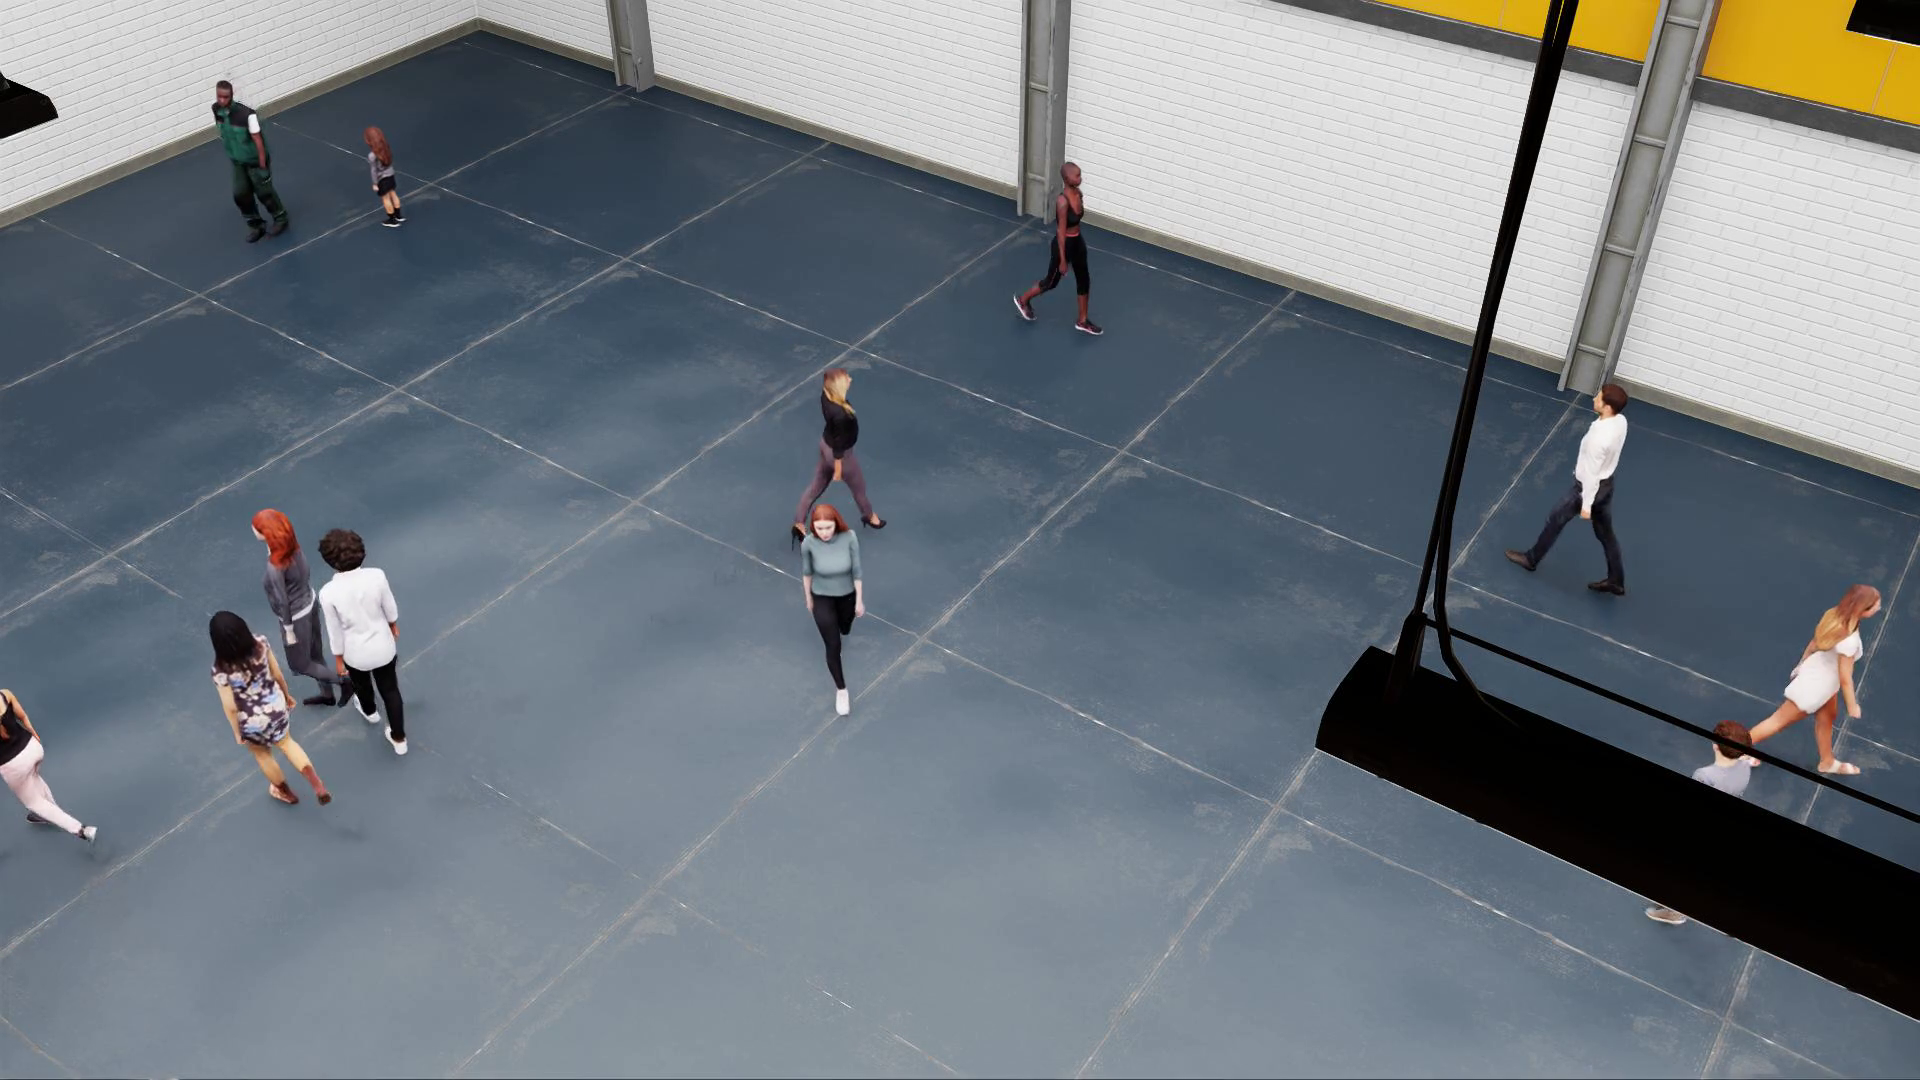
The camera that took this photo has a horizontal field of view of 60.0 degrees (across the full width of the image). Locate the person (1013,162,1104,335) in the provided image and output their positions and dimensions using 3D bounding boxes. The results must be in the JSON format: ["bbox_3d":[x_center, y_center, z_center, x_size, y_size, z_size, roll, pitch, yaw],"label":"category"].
[{"bbox_3d":[0.917,-2.768,15.745,1.161,1.724,0.666,20,43,23],"label":"person"}]

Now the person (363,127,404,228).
[{"bbox_3d":[-6.098,-3.862,17.609,0.543,1.107,0.526,10,40,12],"label":"person"}]

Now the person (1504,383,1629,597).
[{"bbox_3d":[4.890,-0.342,12.624,1.227,1.828,0.791,30,47,32],"label":"person"}]

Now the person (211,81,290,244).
[{"bbox_3d":[-7.295,-3.939,17.161,0.853,1.787,0.884,16,41,19],"label":"person"}]

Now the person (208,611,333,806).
[{"bbox_3d":[-4.484,1.171,10.818,0.835,1.717,0.611,24,44,27],"label":"person"}]

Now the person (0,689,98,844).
[{"bbox_3d":[-5.977,1.425,10.649,0.984,1.532,0.755,11,40,13],"label":"person"}]

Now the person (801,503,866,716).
[{"bbox_3d":[-0.896,0.374,11.816,1.024,1.717,1.111,-8,39,-9],"label":"person"}]

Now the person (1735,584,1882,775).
[{"bbox_3d":[5.643,0.961,11.133,1.167,1.652,0.796,12,40,14],"label":"person"}]

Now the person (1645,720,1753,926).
[{"bbox_3d":[4.517,1.806,10.087,0.779,1.639,0.838,-9,40,-11],"label":"person"}]

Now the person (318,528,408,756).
[{"bbox_3d":[-3.996,0.746,11.299,0.853,1.781,1.020,-24,44,-27],"label":"person"}]

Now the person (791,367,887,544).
[{"bbox_3d":[-1.068,-0.618,13.134,0.992,1.624,1.076,-17,42,-20],"label":"person"}]

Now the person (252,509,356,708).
[{"bbox_3d":[-4.526,0.524,11.591,0.855,1.765,0.793,-4,39,-4],"label":"person"}]
